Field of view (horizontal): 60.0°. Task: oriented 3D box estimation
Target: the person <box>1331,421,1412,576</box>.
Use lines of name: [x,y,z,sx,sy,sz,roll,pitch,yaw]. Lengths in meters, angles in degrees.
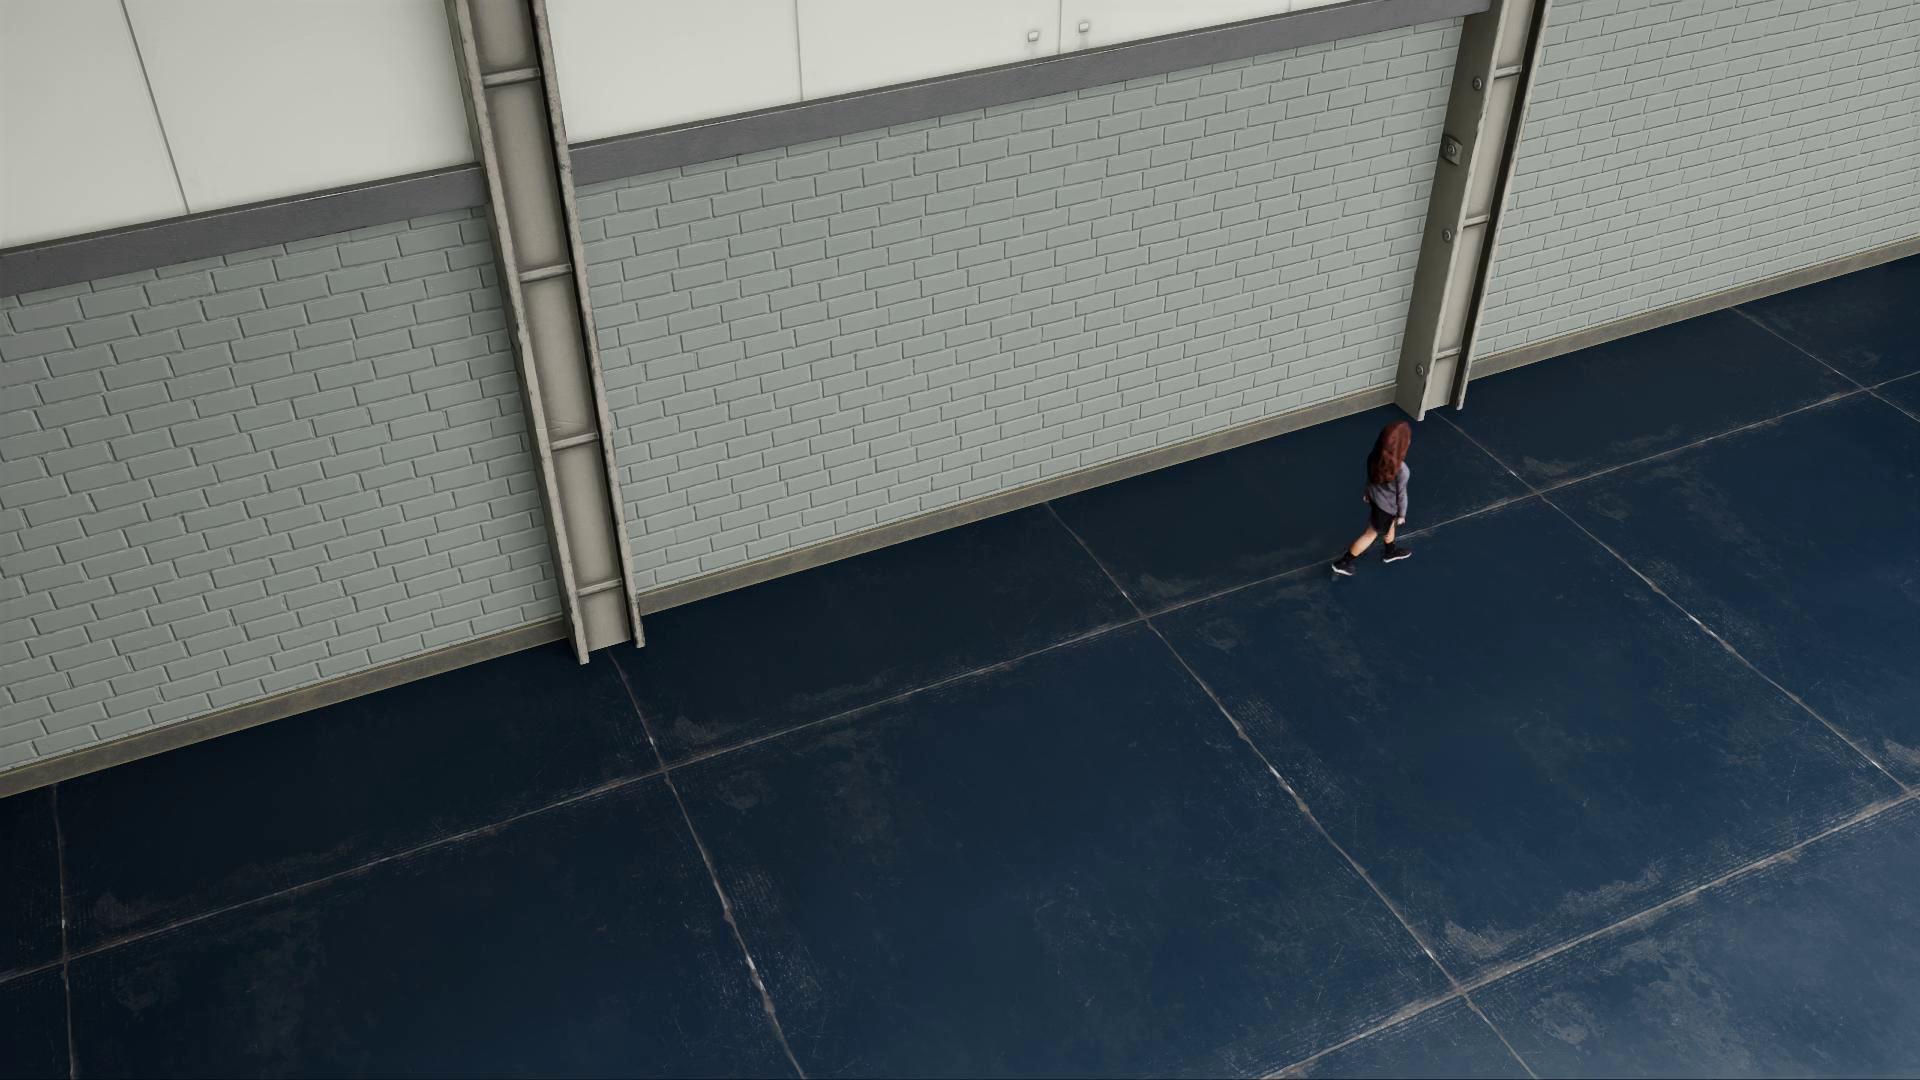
person: [2.521,-0.232,10.043,0.810,1.080,0.537,-12,40,-15]
